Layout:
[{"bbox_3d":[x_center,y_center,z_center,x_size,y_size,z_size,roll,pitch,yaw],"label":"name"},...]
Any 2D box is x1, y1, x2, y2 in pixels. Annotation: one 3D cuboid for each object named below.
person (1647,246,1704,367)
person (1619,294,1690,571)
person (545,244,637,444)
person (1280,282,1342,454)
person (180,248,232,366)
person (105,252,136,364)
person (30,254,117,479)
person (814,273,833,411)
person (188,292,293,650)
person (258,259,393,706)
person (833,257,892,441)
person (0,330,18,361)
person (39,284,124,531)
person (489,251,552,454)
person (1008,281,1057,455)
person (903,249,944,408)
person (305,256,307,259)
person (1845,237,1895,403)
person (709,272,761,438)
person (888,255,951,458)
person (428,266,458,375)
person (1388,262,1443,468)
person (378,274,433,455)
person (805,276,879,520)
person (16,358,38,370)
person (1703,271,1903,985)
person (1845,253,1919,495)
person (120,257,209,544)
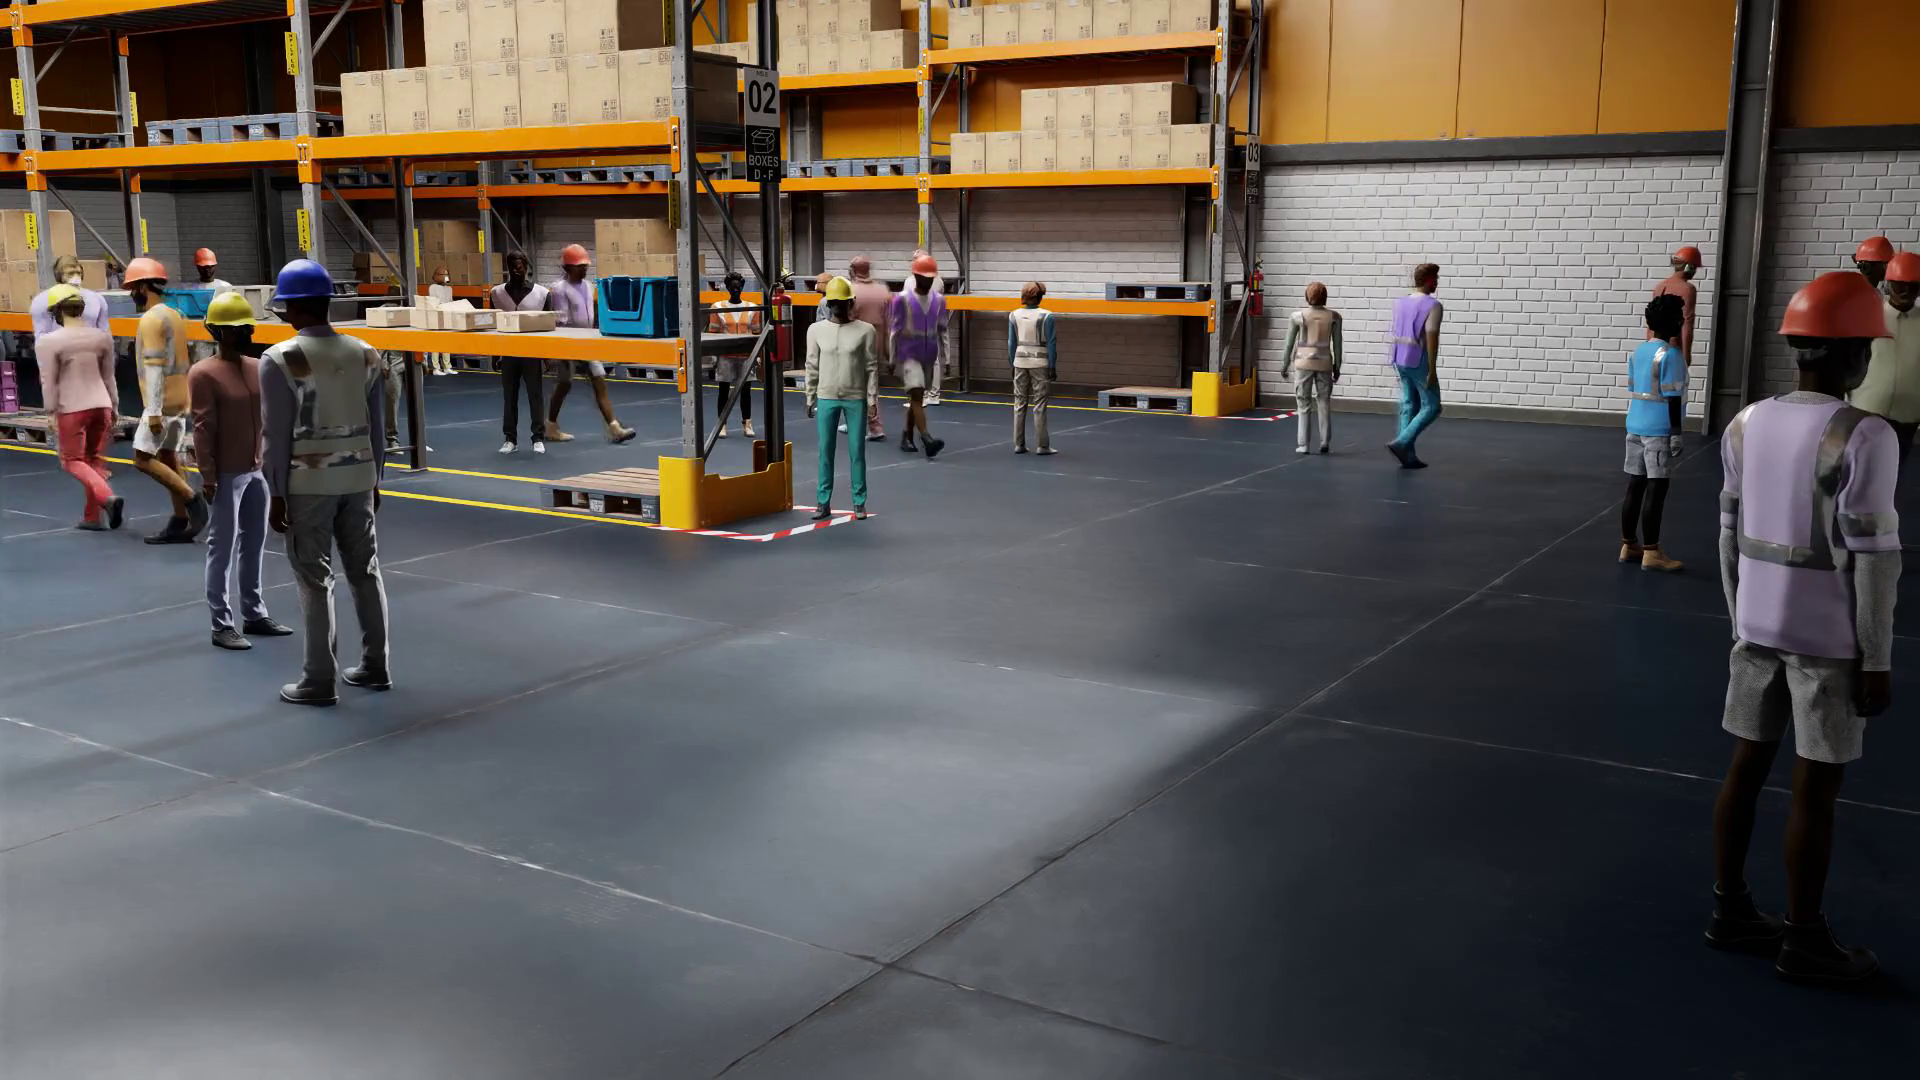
[{"bbox_3d":[7.113,-1.933,16.560,0.492,1.966,0.648,-1,10,-6],"label":"person"},{"bbox_3d":[4.293,-0.661,10.250,0.318,1.697,0.533,-1,10,-6],"label":"person"},{"bbox_3d":[-3.747,-1.926,16.478,1.068,1.973,0.622,5,11,24],"label":"person"},{"bbox_3d":[3.323,-1.613,15.703,0.534,1.632,0.385,-1,10,-4],"label":"person"},{"bbox_3d":[-8.113,-2.186,18.029,0.551,1.935,0.375,-8,13,-37],"label":"person"},{"bbox_3d":[-13.802,-3.805,27.319,0.605,1.816,0.589,-6,12,-29],"label":"person"},{"bbox_3d":[-7.613,-1.491,14.278,0.930,1.908,0.641,7,12,33],"label":"person"},{"bbox_3d":[-1.594,-2.358,19.816,0.279,1.636,0.505,1,10,6],"label":"person"},{"bbox_3d":[-3.590,-0.346,8.311,0.319,1.767,0.534,3,11,16],"label":"person"},{"bbox_3d":[-2.794,-0.254,7.321,0.409,1.938,0.606,6,12,32],"label":"person"},{"bbox_3d":[-1.016,-1.948,16.946,0.664,1.857,0.990,-8,13,-37],"label":"person"},{"bbox_3d":[-13.403,-2.946,23.127,0.557,1.618,0.504,2,10,11],"label":"person"},{"bbox_3d":[-5.962,-0.882,11.396,0.640,1.736,0.529,5,11,27],"label":"person"},{"bbox_3d":[-4.172,-1.780,15.832,0.591,1.920,0.393,-1,10,-4],"label":"person"},{"bbox_3d":[0.687,-1.619,15.709,0.512,1.642,0.311,7,12,33],"label":"person"},{"bbox_3d":[-0.479,-2.556,20.167,0.399,1.908,0.643,8,13,38],"label":"person"},{"bbox_3d":[-9.543,-3.321,24.627,0.532,1.835,0.482,-6,12,-31],"label":"person"},{"bbox_3d":[6.990,-1.310,12.883,0.393,2.044,0.609,9,14,42],"label":"person"},{"bbox_3d":[-2.300,-1.885,17.041,0.531,1.693,0.320,-3,11,-17],"label":"person"},{"bbox_3d":[-0.341,-1.716,15.598,0.555,1.871,1.013,-6,12,-28],"label":"person"},{"bbox_3d":[-7.783,-3.289,25.010,0.277,1.629,0.497,5,11,24],"label":"person"},{"bbox_3d":[4.003,-1.514,14.616,0.458,1.831,0.577,-4,11,-23],"label":"person"},{"bbox_3d":[-5.253,-1.671,15.737,0.318,1.738,0.484,9,14,42],"label":"person"},{"bbox_3d":[-0.857,-1.016,12.028,0.533,1.765,0.329,1,10,3],"label":"person"},{"bbox_3d":[-14.718,-3.583,26.092,0.403,1.823,0.588,-7,12,-32],"label":"person"},{"bbox_3d":[2.323,0.244,4.559,0.352,1.940,0.545,-4,11,-20],"label":"person"},{"bbox_3d":[5.839,-0.813,10.419,0.651,1.935,1.040,2,11,13],"label":"person"},{"bbox_3d":[-5.260,-0.907,11.017,0.479,1.908,0.558,-1,10,-8],"label":"person"}]
